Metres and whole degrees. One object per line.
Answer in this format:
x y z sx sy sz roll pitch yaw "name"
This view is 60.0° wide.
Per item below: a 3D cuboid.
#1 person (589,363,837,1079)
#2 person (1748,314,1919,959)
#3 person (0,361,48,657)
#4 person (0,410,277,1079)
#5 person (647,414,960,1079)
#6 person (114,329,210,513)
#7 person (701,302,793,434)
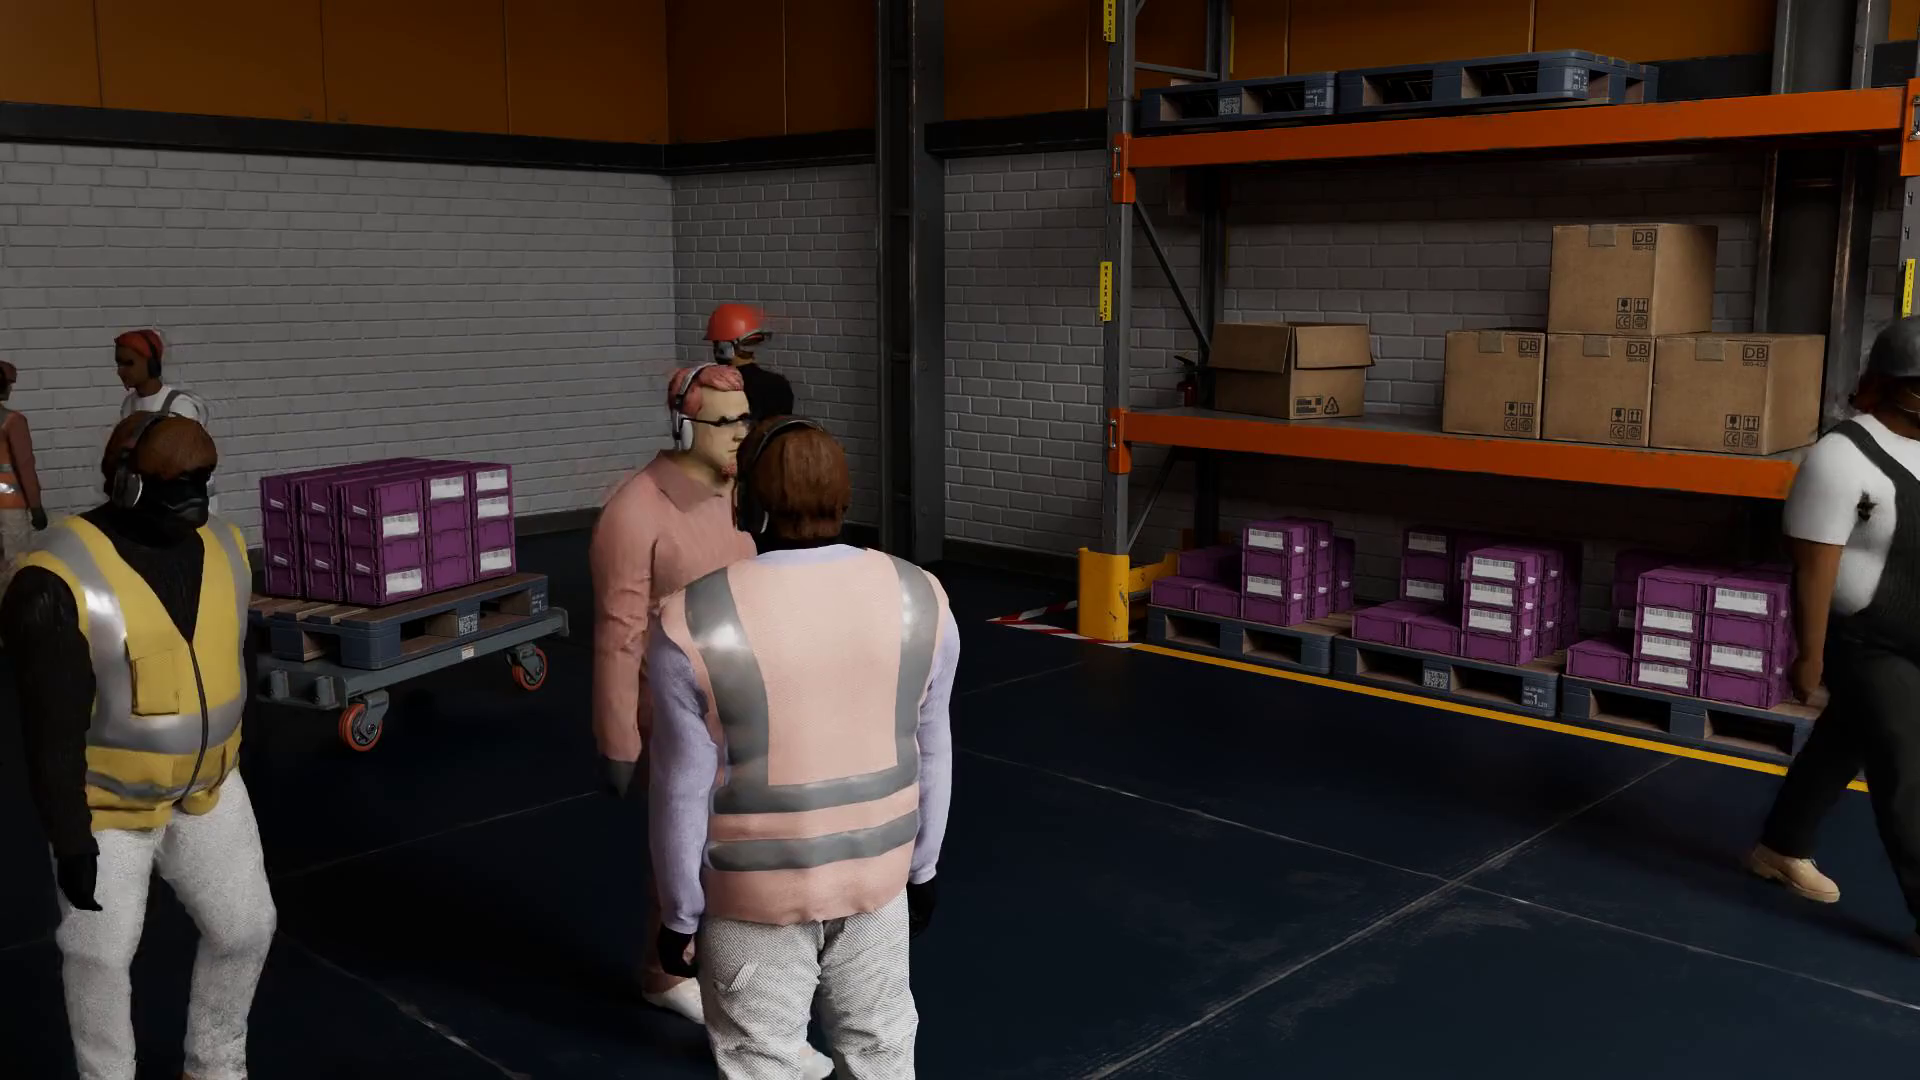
-0.574 0.474 4.415 0.930 1.864 0.665 6 11 31 "person"
2.949 0.255 5.251 0.689 2.000 1.011 -6 11 -31 "person"
-5.263 -0.169 9.111 0.530 1.630 0.314 4 10 22 "person"
-1.899 0.597 3.892 0.570 1.804 0.664 5 11 29 "person"
-0.315 0.674 3.281 0.627 1.847 0.429 -5 10 -27 "person"
-3.971 -0.123 8.256 0.556 1.826 1.007 5 10 27 "person"
-0.949 -0.154 7.988 0.816 1.966 0.625 7 12 37 "person"
